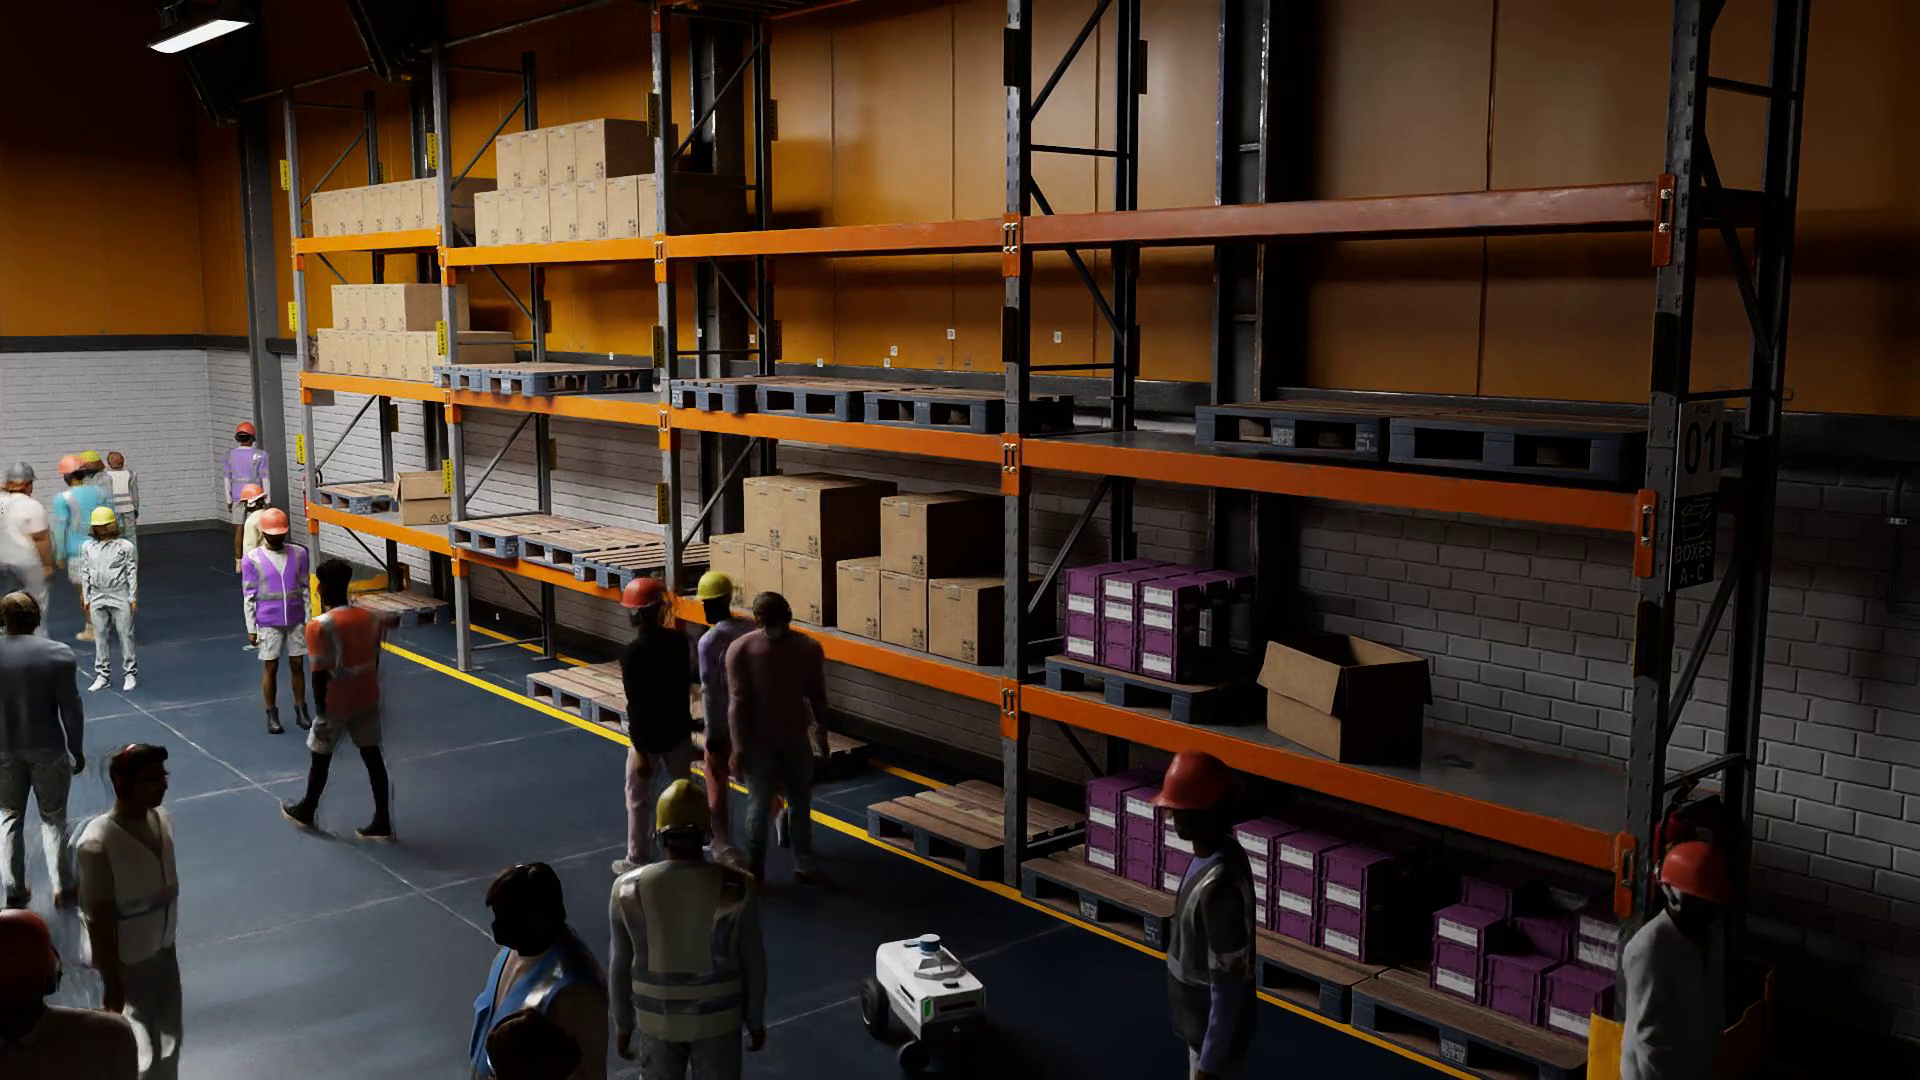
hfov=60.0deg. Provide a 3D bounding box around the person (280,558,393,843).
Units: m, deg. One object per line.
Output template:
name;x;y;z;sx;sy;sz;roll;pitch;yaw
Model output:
person;-4.235;1.074;11.283;0.973;1.916;0.632;5;10;31

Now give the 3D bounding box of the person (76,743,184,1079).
person;-3.481;1.743;6.945;0.527;1.829;0.591;1;8;5

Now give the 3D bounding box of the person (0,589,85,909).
person;-5.585;1.256;9.970;0.635;1.936;0.354;-2;8;-12

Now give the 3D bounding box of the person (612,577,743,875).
person;-1.792;1.202;10.296;0.935;1.957;0.627;5;10;33

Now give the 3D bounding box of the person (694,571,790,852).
person;-1.446;1.145;10.868;0.680;1.903;0.626;4;9;27

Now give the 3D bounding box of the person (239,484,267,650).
person;-7.365;0.278;17.463;0.350;1.739;0.574;0;8;0

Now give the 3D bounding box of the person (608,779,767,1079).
person;-1.047;1.829;6.427;0.607;1.822;0.410;0;8;2

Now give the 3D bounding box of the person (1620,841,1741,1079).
person;2.666;1.936;6.006;0.577;1.710;0.787;-6;10;-34

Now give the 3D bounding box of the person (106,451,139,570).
person;-11.274;-0.371;22.309;0.307;1.640;0.521;8;11;43

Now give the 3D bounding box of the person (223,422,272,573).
person;-9.564;-0.572;22.368;0.604;2.034;0.417;-1;8;-4

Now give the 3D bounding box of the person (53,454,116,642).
person;-9.380;0.095;17.739;0.419;2.025;0.602;3;9;21

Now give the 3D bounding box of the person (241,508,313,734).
person;-5.739;0.679;14.044;0.549;1.924;0.386;-7;11;-40

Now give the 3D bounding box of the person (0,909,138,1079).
person;-2.625;1.990;4.713;0.620;1.985;0.408;-3;9;-22

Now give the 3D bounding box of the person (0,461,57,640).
person;-9.527;0.196;16.985;0.699;2.000;0.567;4;9;24

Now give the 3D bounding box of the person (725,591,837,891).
person;-1.126;1.235;10.207;0.705;1.917;0.443;-4;9;-27

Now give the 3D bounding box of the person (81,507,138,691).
person;-7.954;0.551;15.549;0.494;1.741;0.312;-1;8;-5

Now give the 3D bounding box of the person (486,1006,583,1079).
person;-1.228;2.143;4.857;0.279;1.633;0.498;-5;10;-31

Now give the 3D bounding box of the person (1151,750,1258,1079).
person;0.886;1.766;6.080;0.400;2.037;0.610;1;8;7

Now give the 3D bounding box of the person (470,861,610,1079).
person;-1.390;1.949;5.509;0.429;1.838;0.621;-5;10;-34

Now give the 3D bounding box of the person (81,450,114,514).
person;-11.178;-0.305;21.540;0.494;1.730;0.324;3;9;19

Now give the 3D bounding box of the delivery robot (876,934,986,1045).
delivery robot;-0.146;2.166;8.102;0.477;0.478;0.707;-3;9;-23
